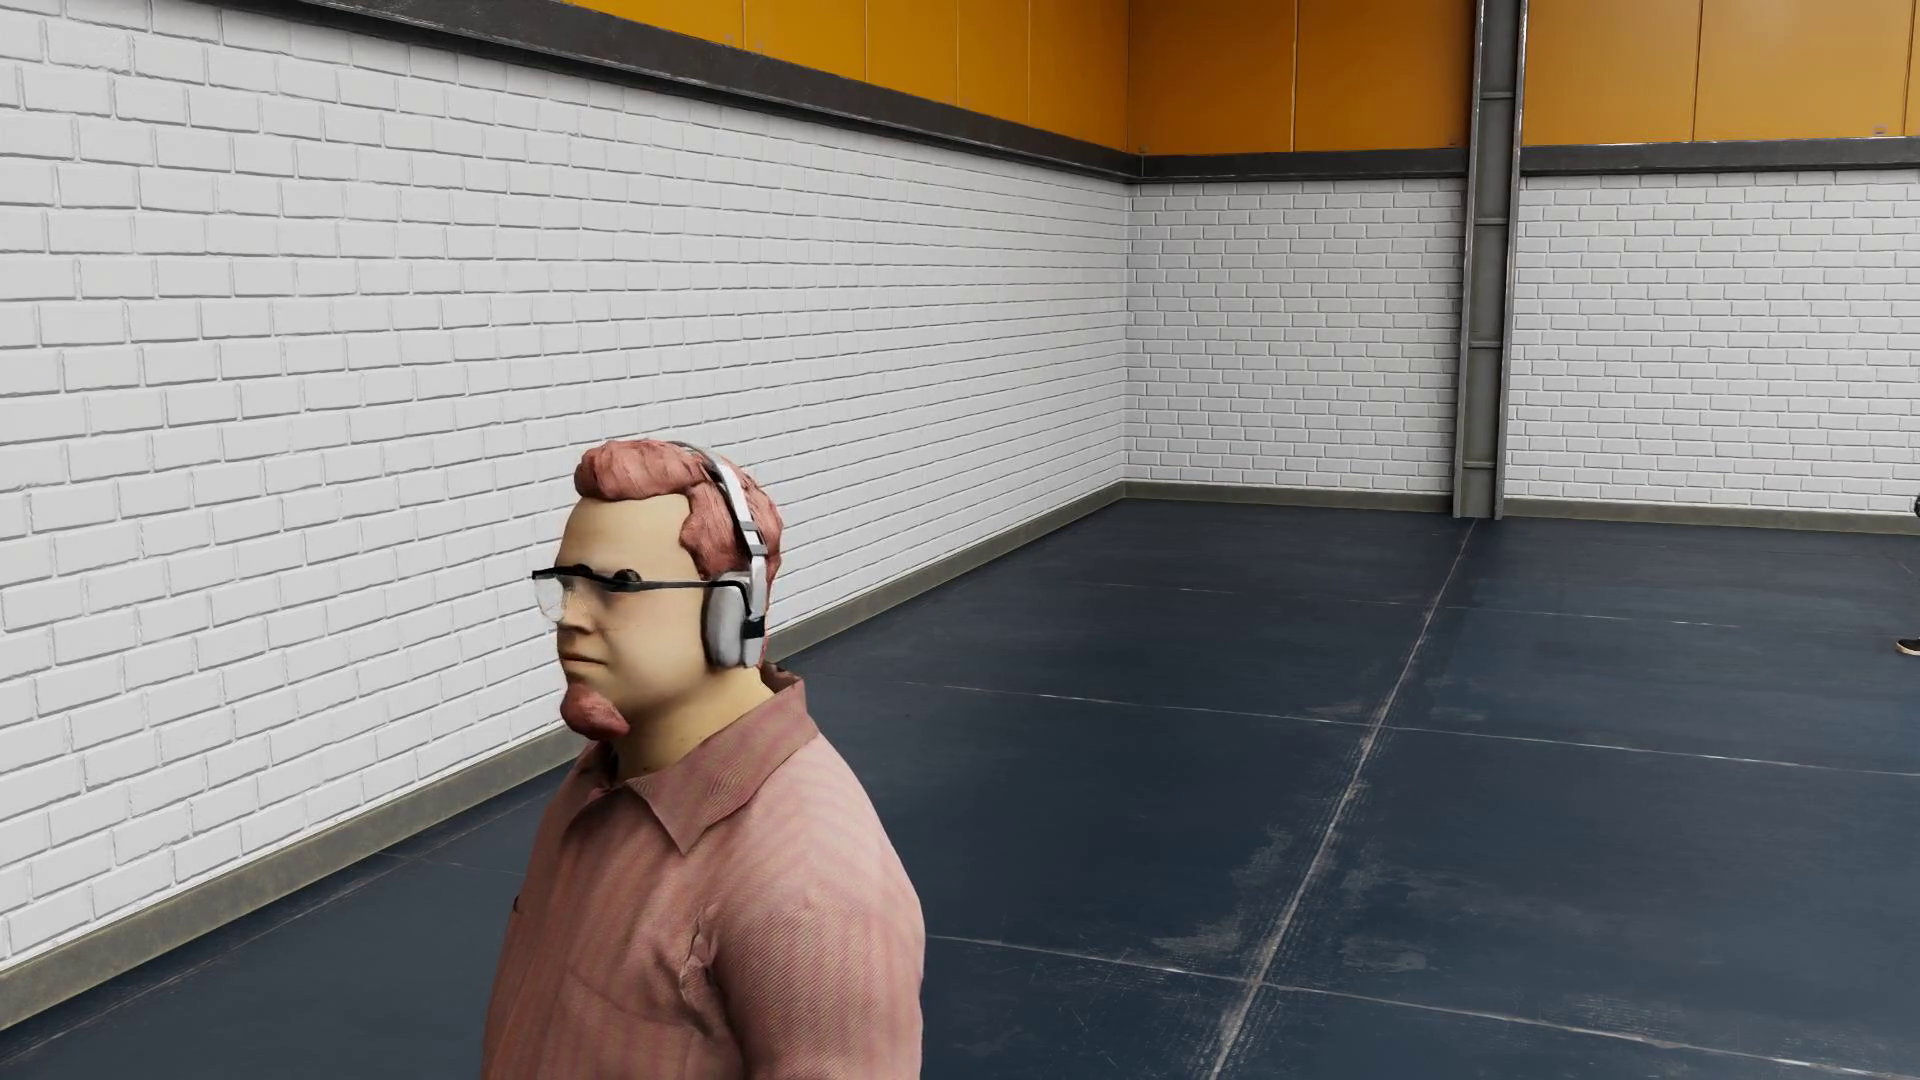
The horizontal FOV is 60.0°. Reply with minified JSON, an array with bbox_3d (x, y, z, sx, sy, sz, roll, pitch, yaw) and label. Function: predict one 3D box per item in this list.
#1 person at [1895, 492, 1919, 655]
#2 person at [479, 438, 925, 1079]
[{"bbox_3d":[5.394,-0.337,9.005,0.602,1.967,0.370,-6,11,-32],"label":"person"},{"bbox_3d":[-0.305,0.843,1.765,0.410,1.913,0.651,-5,10,-30],"label":"person"}]
